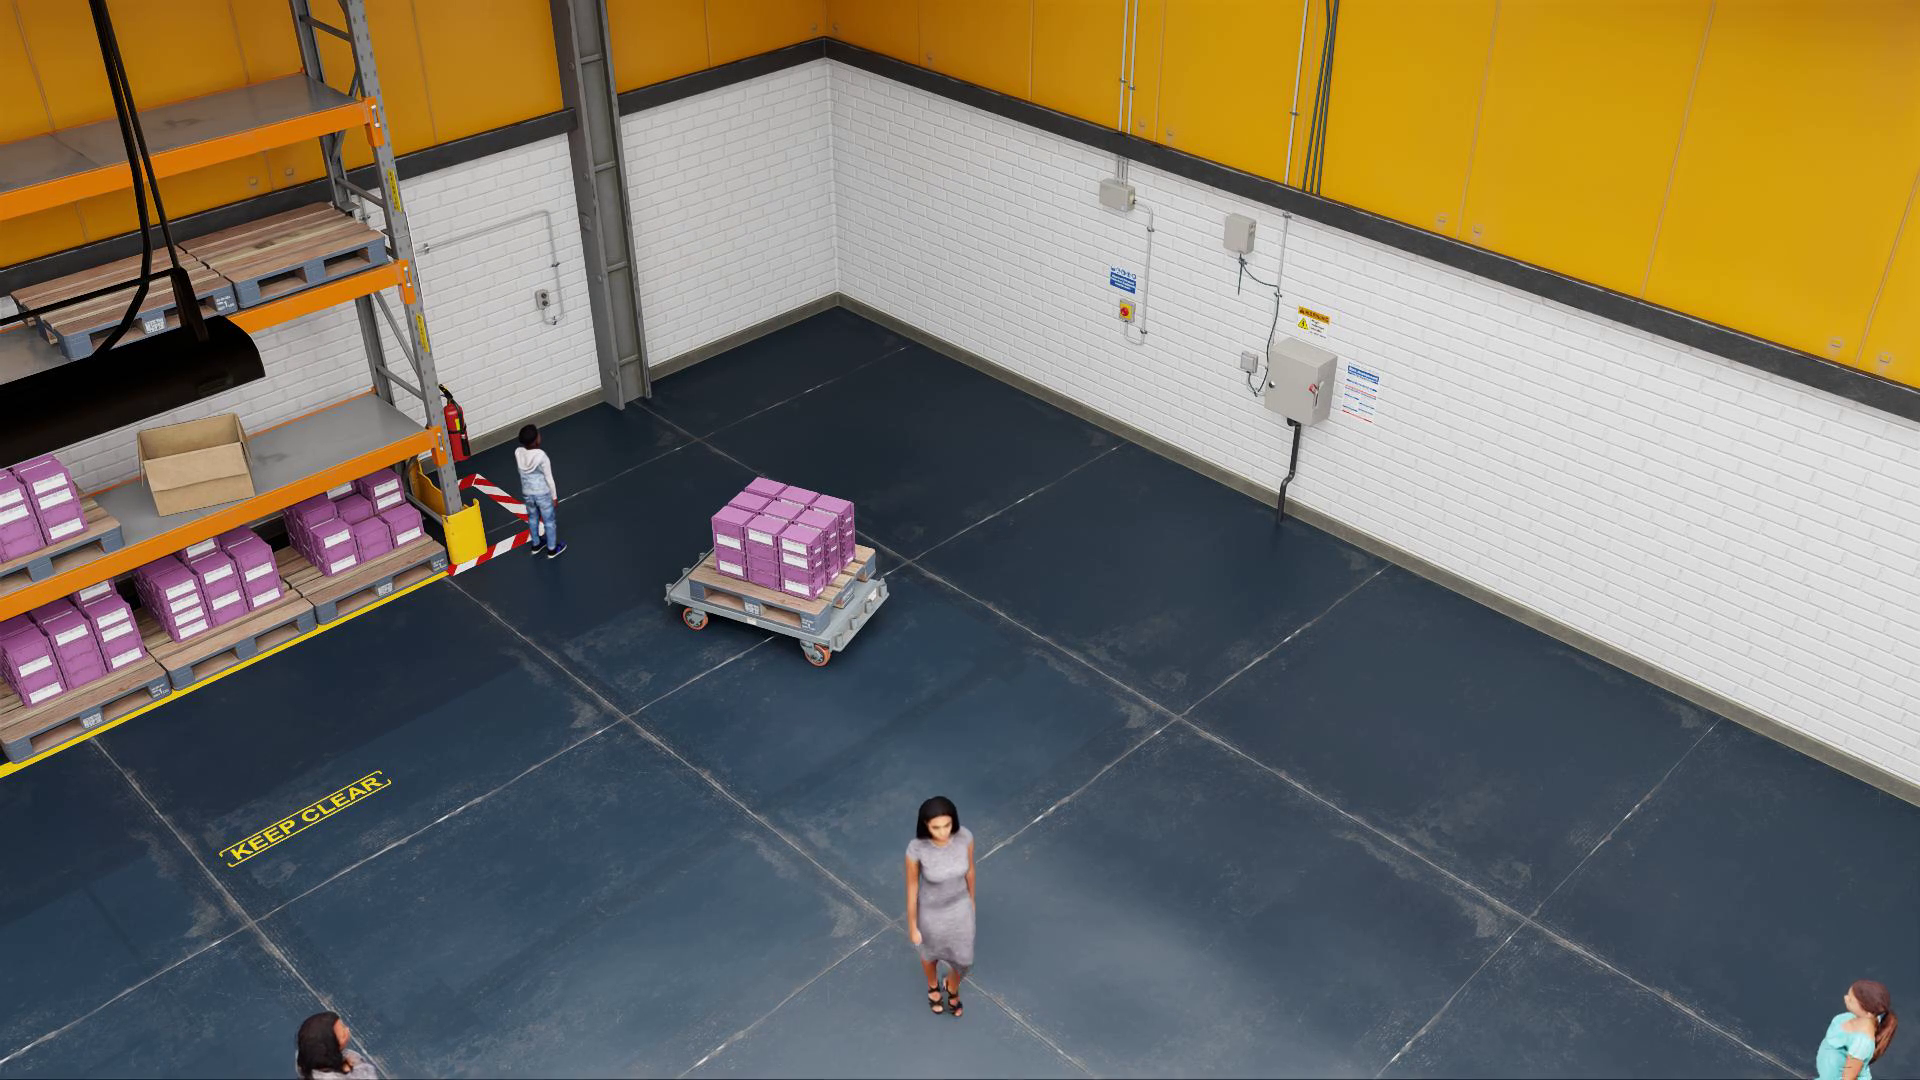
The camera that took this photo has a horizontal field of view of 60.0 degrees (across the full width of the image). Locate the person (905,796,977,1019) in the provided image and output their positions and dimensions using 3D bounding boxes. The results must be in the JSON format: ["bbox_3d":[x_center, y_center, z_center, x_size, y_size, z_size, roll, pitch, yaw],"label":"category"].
[{"bbox_3d":[-0.140,2.163,9.973,0.710,1.767,0.788,-10,35,-15],"label":"person"}]

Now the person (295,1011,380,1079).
[{"bbox_3d":[-3.247,3.081,8.735,0.631,1.609,0.611,-28,43,-36],"label":"person"}]

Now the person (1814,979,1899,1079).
[{"bbox_3d":[4.821,2.986,8.962,0.671,1.516,0.960,27,42,34],"label":"person"}]

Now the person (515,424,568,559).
[{"bbox_3d":[-3.648,-0.428,14.331,0.544,1.258,0.582,11,35,16],"label":"person"}]
